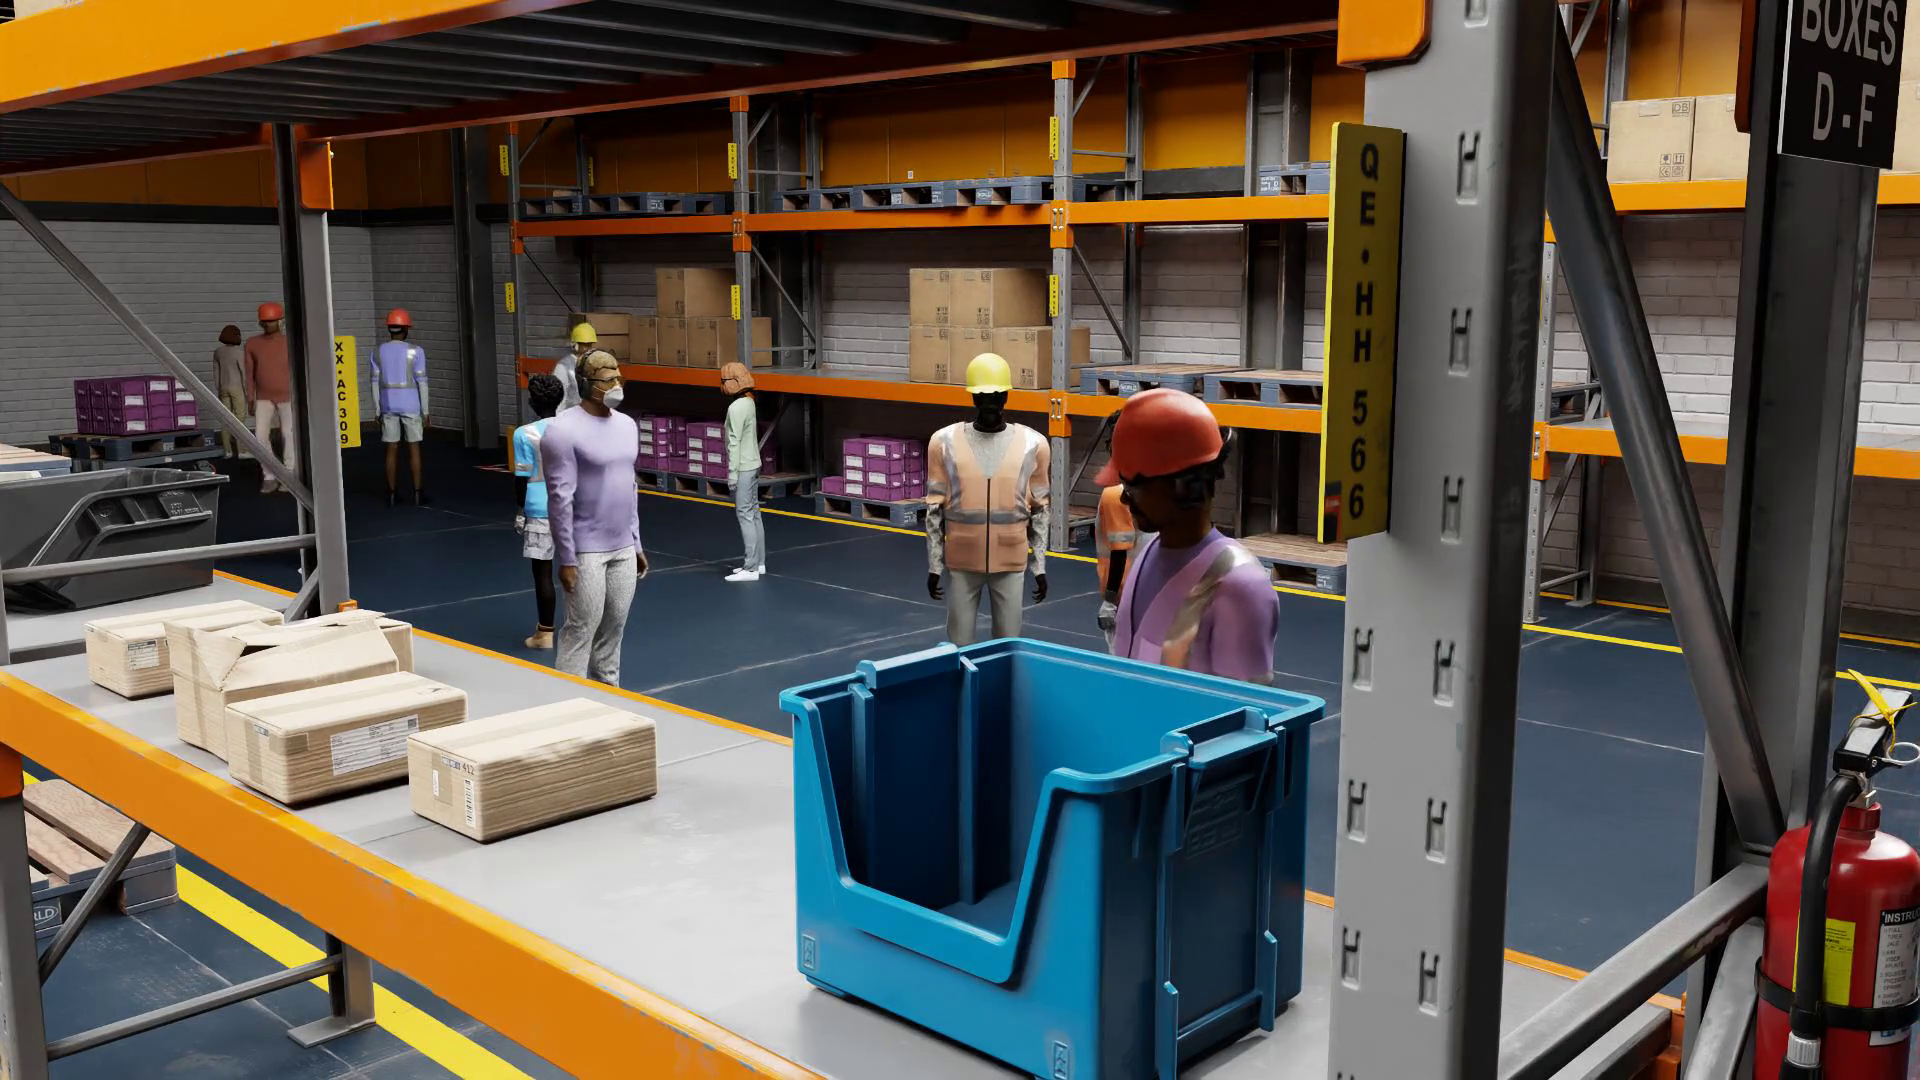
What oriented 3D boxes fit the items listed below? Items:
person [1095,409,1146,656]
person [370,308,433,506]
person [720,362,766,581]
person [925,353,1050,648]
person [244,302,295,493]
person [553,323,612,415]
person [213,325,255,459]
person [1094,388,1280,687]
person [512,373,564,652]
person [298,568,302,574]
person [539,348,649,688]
[{"bbox_3d":[0.778,0.247,7.547,0.317,1.695,0.540,5,11,30],"label":"person"},{"bbox_3d":[-5.454,-1.293,16.264,0.551,1.932,0.378,0,9,0],"label":"person"},{"bbox_3d":[-1.633,-0.509,12.417,0.289,1.626,0.498,1,9,5],"label":"person"},{"bbox_3d":[0.130,0.091,7.795,0.584,1.928,0.373,0,9,-2],"label":"person"},{"bbox_3d":[-7.040,-1.450,17.093,0.643,1.971,0.649,-1,9,-9],"label":"person"},{"bbox_3d":[-3.498,-1.114,15.553,0.429,1.816,0.596,5,11,30],"label":"person"},{"bbox_3d":[-8.866,-1.803,20.314,0.504,1.631,0.281,4,10,21],"label":"person"},{"bbox_3d":[0.512,0.647,4.068,0.392,2.034,0.605,-3,10,-19],"label":"person"},{"bbox_3d":[-2.481,-0.171,10.139,0.323,1.690,0.533,8,12,40],"label":"person"},{"bbox_3d":[-4.901,-0.705,12.709,0.391,1.920,0.593,-2,10,-14],"label":"person"},{"bbox_3d":[-1.730,0.055,7.986,0.372,1.941,0.627,5,10,26],"label":"person"}]
